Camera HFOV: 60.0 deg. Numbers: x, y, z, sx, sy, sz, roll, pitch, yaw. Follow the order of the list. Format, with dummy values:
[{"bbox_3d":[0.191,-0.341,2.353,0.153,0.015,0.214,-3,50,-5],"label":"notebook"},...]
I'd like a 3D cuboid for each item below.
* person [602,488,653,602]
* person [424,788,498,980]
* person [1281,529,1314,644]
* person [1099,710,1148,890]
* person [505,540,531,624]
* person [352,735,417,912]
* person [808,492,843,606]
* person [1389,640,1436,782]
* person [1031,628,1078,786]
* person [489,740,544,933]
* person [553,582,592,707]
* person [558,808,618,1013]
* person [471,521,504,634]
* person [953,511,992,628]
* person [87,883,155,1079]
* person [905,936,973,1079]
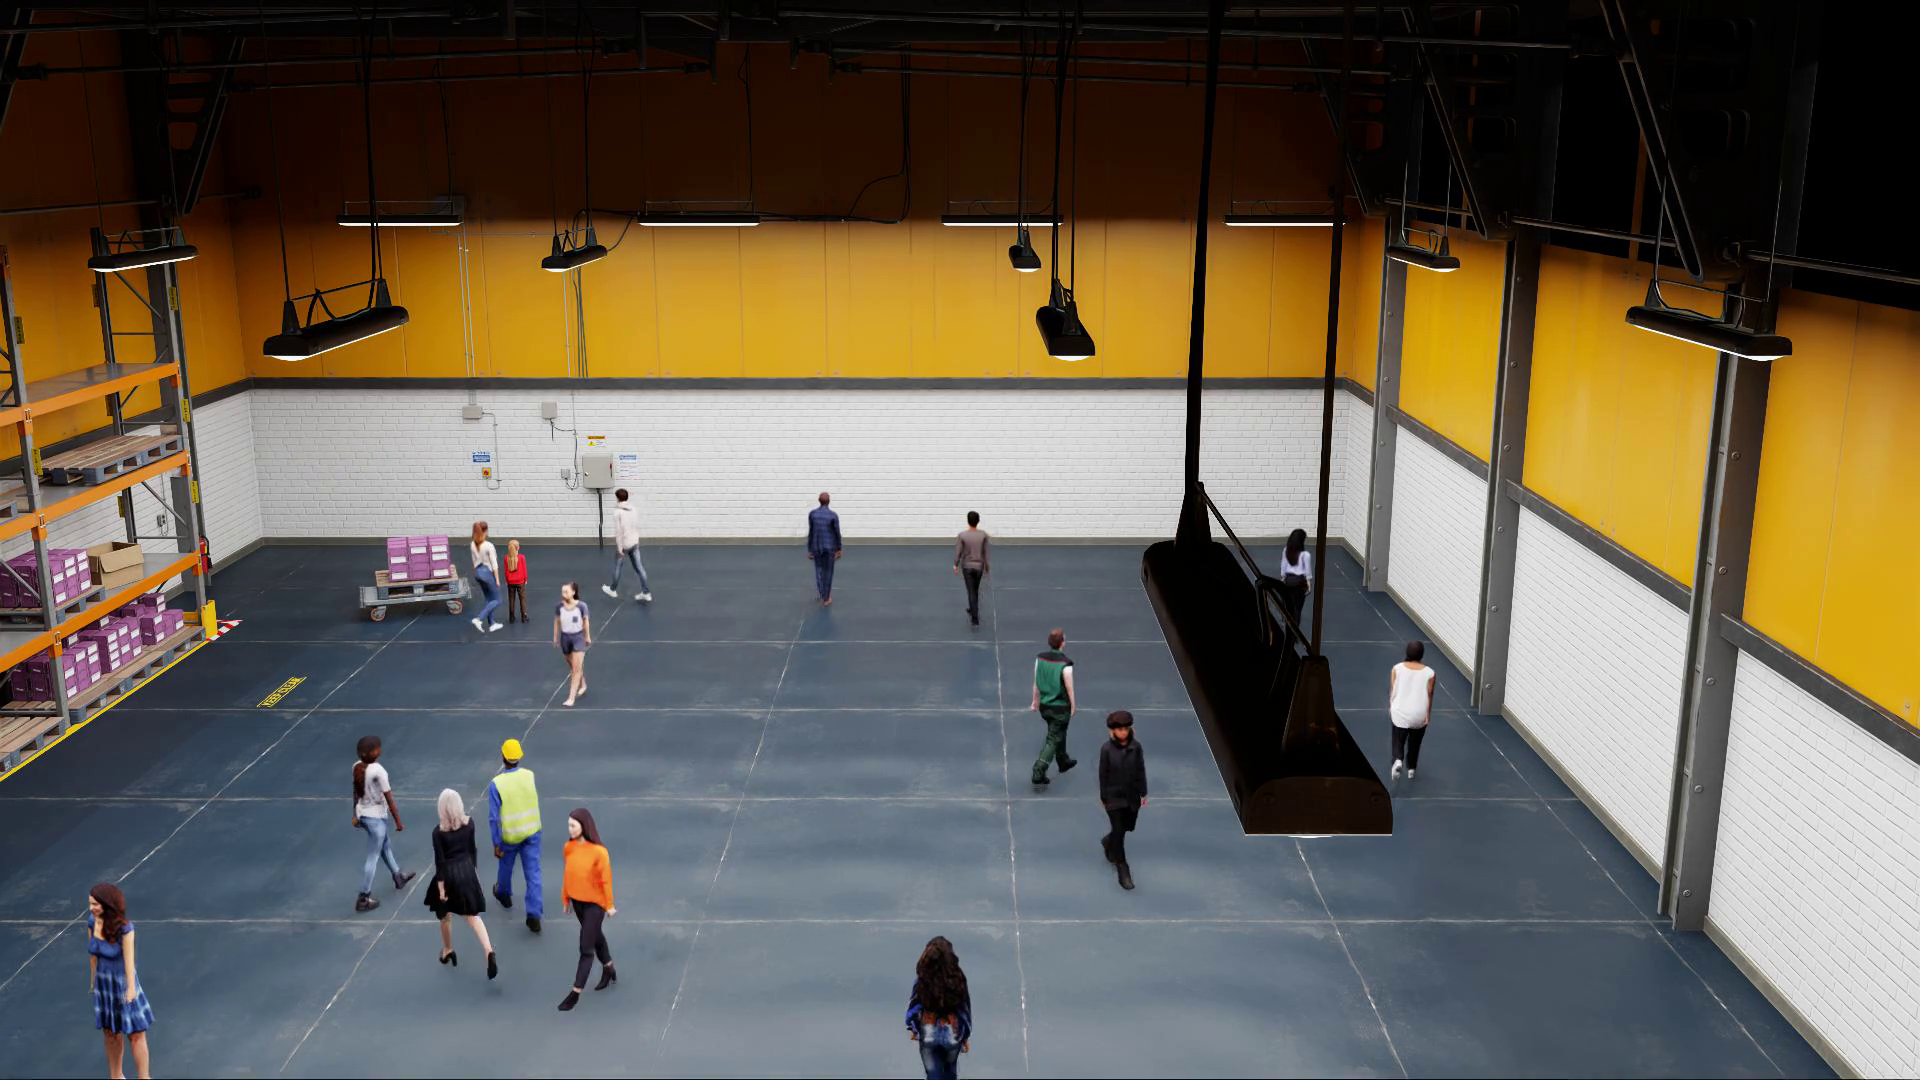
[{"bbox_3d":[-5.210,0.116,26.399,1.203,1.805,1.244,10,17,35],"label":"person"},{"bbox_3d":[-4.341,3.037,14.531,1.108,1.713,1.084,12,18,41],"label":"person"},{"bbox_3d":[4.820,0.695,24.157,0.820,1.735,0.877,12,18,41],"label":"person"},{"bbox_3d":[1.594,2.521,16.580,0.863,1.752,1.184,-5,14,-19],"label":"person"},{"bbox_3d":[-6.781,0.629,25.399,0.493,1.279,0.478,0,14,-1],"label":"person"},{"bbox_3d":[-5.672,2.718,15.890,0.947,1.693,1.082,9,16,34],"label":"person"},{"bbox_3d":[-2.164,0.148,26.273,0.749,1.801,0.853,2,14,9],"label":"person"},{"bbox_3d":[5.124,1.978,19.010,0.814,1.664,0.998,5,14,18],"label":"person"},{"bbox_3d":[1.040,1.927,18.928,1.123,1.802,1.218,12,18,40],"label":"person"},{"bbox_3d":[-4.074,2.782,15.479,1.053,1.762,1.286,-9,16,-32],"label":"person"},{"bbox_3d":[-5.031,1.338,21.785,0.791,1.603,1.111,4,14,15],"label":"person"},{"bbox_3d":[-3.122,3.099,14.271,0.971,1.714,1.145,8,16,30],"label":"person"},{"bbox_3d":[-7.069,0.582,24.674,0.882,1.710,1.000,8,16,31],"label":"person"},{"bbox_3d":[0.200,0.475,25.086,0.861,1.725,1.196,-2,14,-9],"label":"person"},{"bbox_3d":[-6.383,3.450,12.632,0.753,1.805,0.726,6,15,22],"label":"person"},{"bbox_3d":[-0.139,3.688,12.111,0.684,1.587,0.974,-1,14,-4],"label":"person"}]
